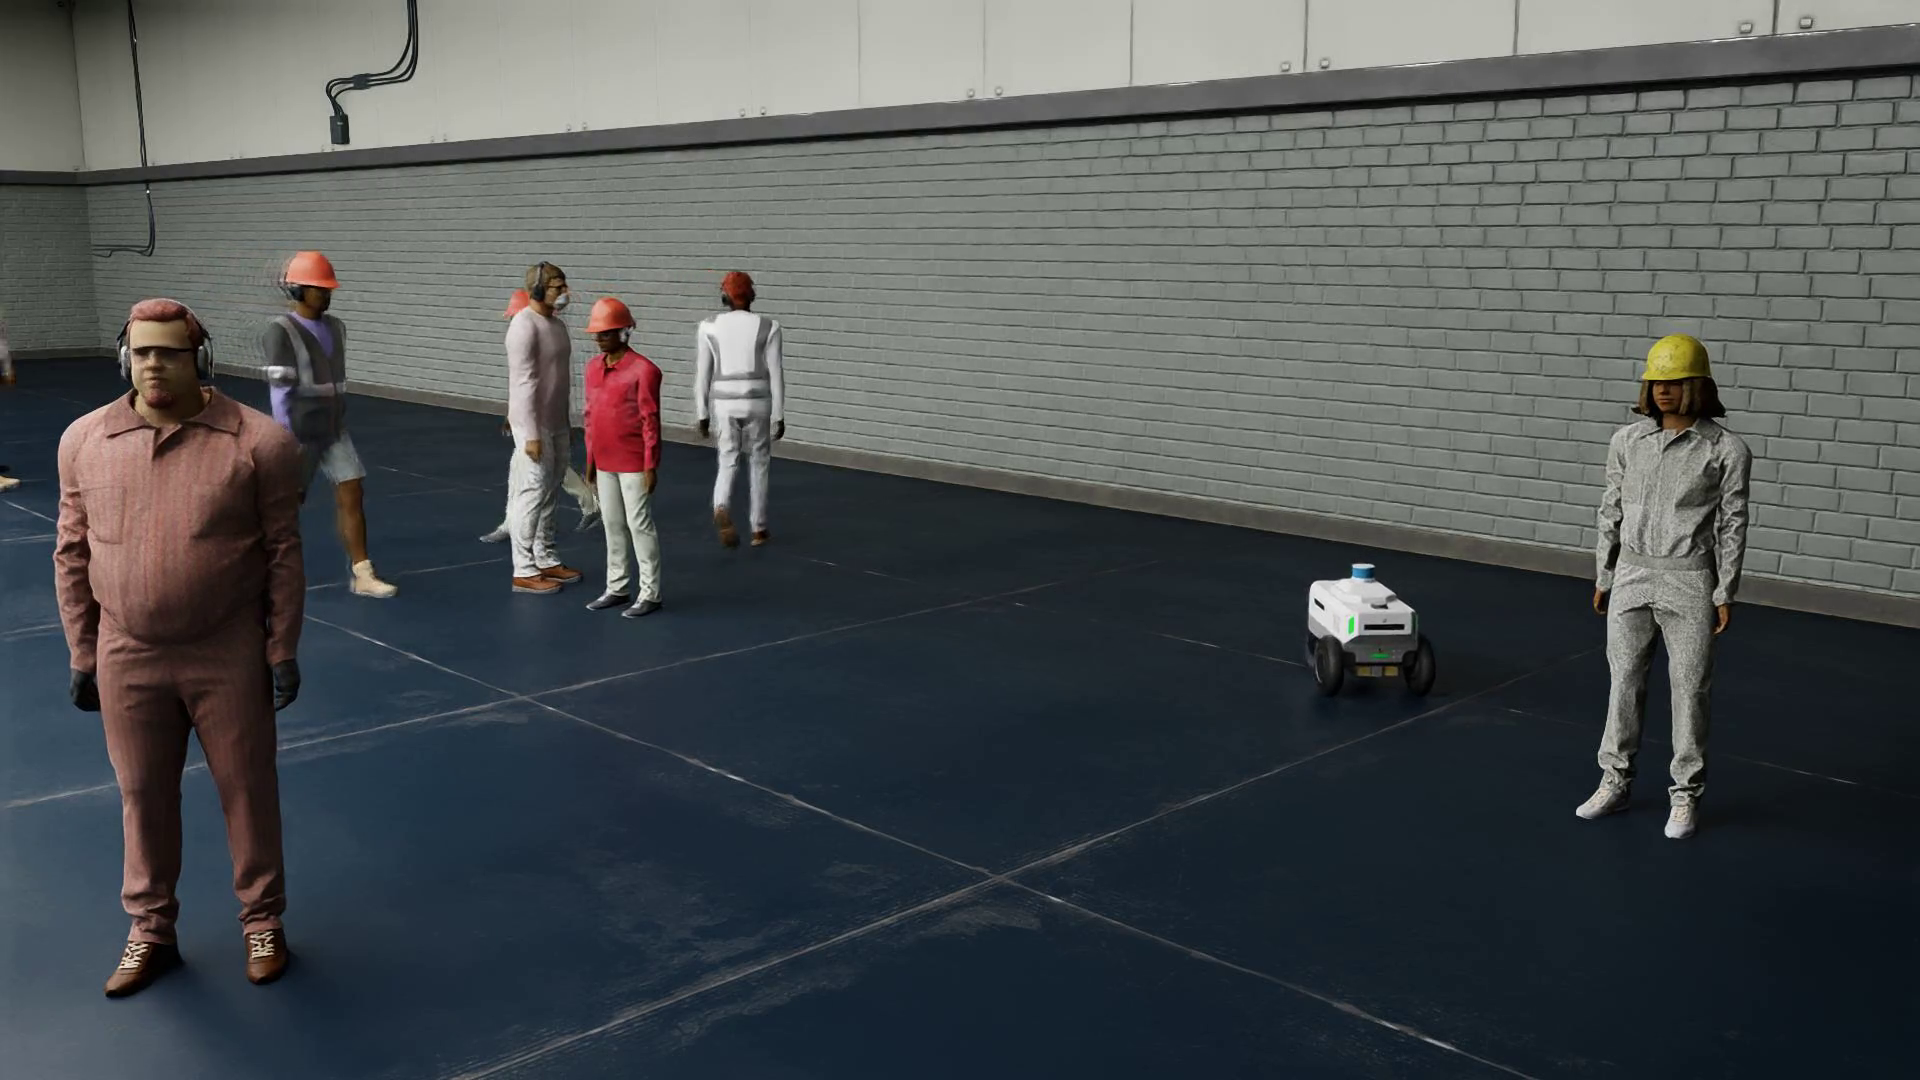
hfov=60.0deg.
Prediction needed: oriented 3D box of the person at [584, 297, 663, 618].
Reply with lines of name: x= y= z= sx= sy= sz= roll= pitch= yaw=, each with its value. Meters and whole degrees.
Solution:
person: x=-1.866 y=-0.448 z=9.098 sx=0.571 sy=1.743 sz=0.351 roll=8 pitch=13 yaw=38

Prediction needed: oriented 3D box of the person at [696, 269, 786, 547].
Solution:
person: x=-1.455 y=-0.847 z=10.980 sx=0.591 sy=1.865 sz=0.743 roll=1 pitch=10 yaw=3

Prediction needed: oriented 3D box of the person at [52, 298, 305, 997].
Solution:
person: x=-2.135 y=0.297 z=4.581 sx=0.641 sy=1.912 sz=0.410 roll=-2 pitch=11 yaw=-11

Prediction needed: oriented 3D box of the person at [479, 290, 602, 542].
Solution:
person: x=-2.856 y=-0.854 z=11.403 sx=0.873 sy=1.717 sz=0.572 roll=-4 pitch=11 yaw=-23

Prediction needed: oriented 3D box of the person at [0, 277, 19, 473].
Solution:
person: x=-8.470 y=-1.504 z=14.417 sx=0.551 sy=1.911 sz=0.421 roll=4 pitch=11 yaw=22

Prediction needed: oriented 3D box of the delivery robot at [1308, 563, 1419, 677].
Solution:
delivery robot: x=1.864 y=0.352 z=7.722 sx=0.477 sy=0.478 sz=0.707 roll=-1 pitch=10 yaw=-3

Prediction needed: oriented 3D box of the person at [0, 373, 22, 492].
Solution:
person: x=-7.942 y=-1.402 z=13.484 sx=0.375 sy=2.044 sz=0.605 roll=-1 pitch=10 yaw=-8

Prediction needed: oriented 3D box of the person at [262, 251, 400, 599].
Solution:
person: x=-3.766 y=-0.657 z=9.583 sx=1.024 sy=1.999 sz=0.630 roll=4 pitch=11 yaw=23

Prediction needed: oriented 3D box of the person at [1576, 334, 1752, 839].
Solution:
person: x=2.441 y=0.161 z=5.775 sx=0.493 sy=1.743 sz=0.300 roll=9 pitch=14 yaw=41

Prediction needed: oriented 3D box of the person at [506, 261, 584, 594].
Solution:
person: x=-2.438 y=-0.657 z=9.748 sx=0.382 sy=1.930 sz=0.627 roll=2 pitch=11 yaw=9
